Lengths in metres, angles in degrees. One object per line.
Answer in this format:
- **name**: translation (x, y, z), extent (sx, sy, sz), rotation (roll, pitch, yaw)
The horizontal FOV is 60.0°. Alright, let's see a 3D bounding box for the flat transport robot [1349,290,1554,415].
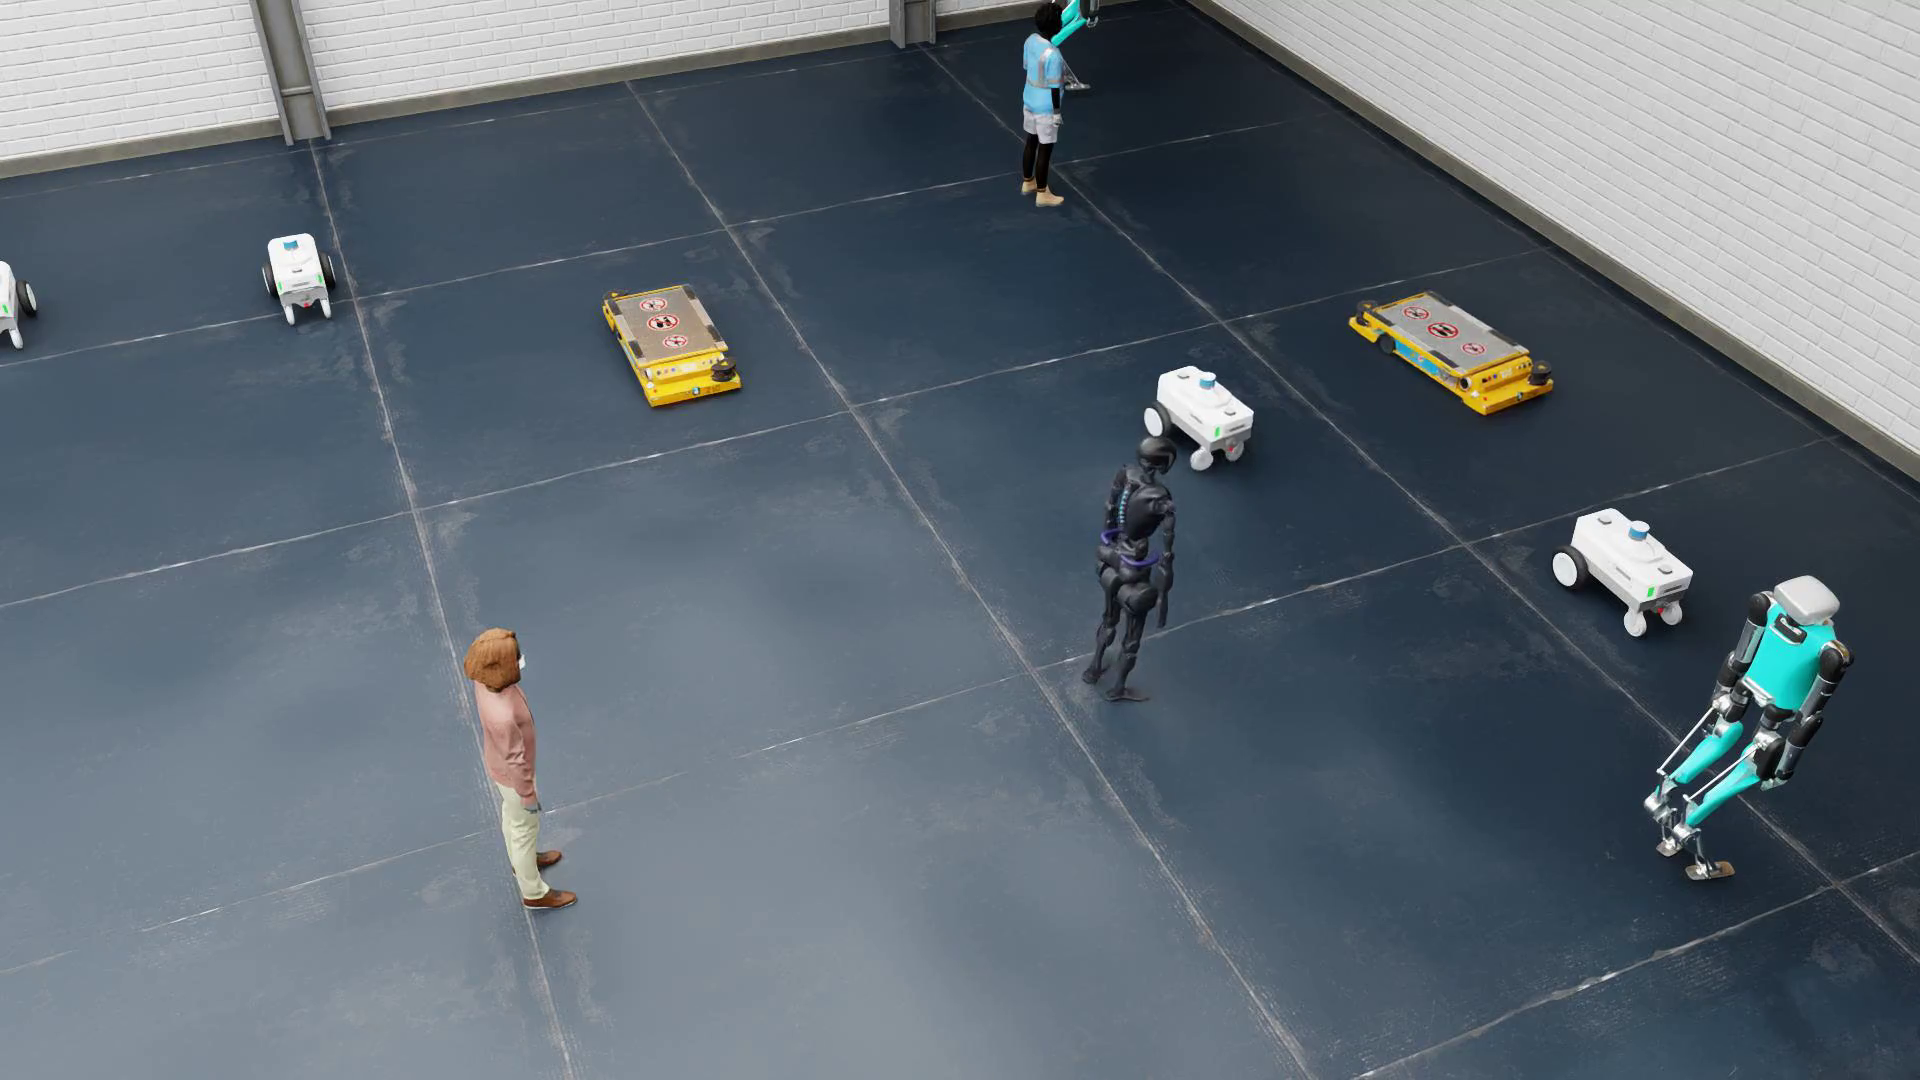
- **flat transport robot**: translation (3.557, -1.397, 12.092), extent (0.659, 0.231, 1.431), rotation (-19, 42, -23)

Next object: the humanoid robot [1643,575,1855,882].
- **humanoid robot**: translation (3.545, 0.938, 7.738), extent (0.735, 1.677, 0.533), rotation (-15, 40, -18)

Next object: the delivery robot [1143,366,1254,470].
- **delivery robot**: translation (1.615, -0.856, 11.147), extent (0.520, 0.587, 0.753), rotation (-19, 42, -23)

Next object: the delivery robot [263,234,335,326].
- **delivery robot**: translation (-5.043, -2.040, 12.671), extent (0.499, 0.566, 0.739), rotation (-15, 40, -18)

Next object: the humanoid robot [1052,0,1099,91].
- **humanoid robot**: translation (0.989, -5.023, 15.498), extent (0.735, 1.677, 0.533), rotation (-15, 40, -18)

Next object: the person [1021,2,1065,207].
- **person**: translation (0.701, -3.615, 13.805), extent (0.317, 1.695, 0.539), rotation (-15, 40, -18)

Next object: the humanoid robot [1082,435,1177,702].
- **humanoid robot**: translation (0.916, 0.156, 8.916), extent (0.393, 1.641, 0.612), rotation (-20, 42, -24)

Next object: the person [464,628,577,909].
- **person**: translation (-2.070, 1.058, 7.774), extent (0.265, 1.631, 0.506), rotation (-15, 40, -18)

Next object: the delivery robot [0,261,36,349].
- **delivery robot**: translation (-7.190, -1.765, 12.312), extent (0.499, 0.566, 0.739), rotation (-15, 40, -18)

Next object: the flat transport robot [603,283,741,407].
- **flat transport robot**: translation (-2.132, -1.463, 12.179), extent (0.659, 0.231, 1.431), rotation (-15, 40, -18)

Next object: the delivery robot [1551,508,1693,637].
- **delivery robot**: translation (3.950, 0.142, 9.831), extent (0.499, 0.566, 0.739), rotation (-15, 40, -18)
